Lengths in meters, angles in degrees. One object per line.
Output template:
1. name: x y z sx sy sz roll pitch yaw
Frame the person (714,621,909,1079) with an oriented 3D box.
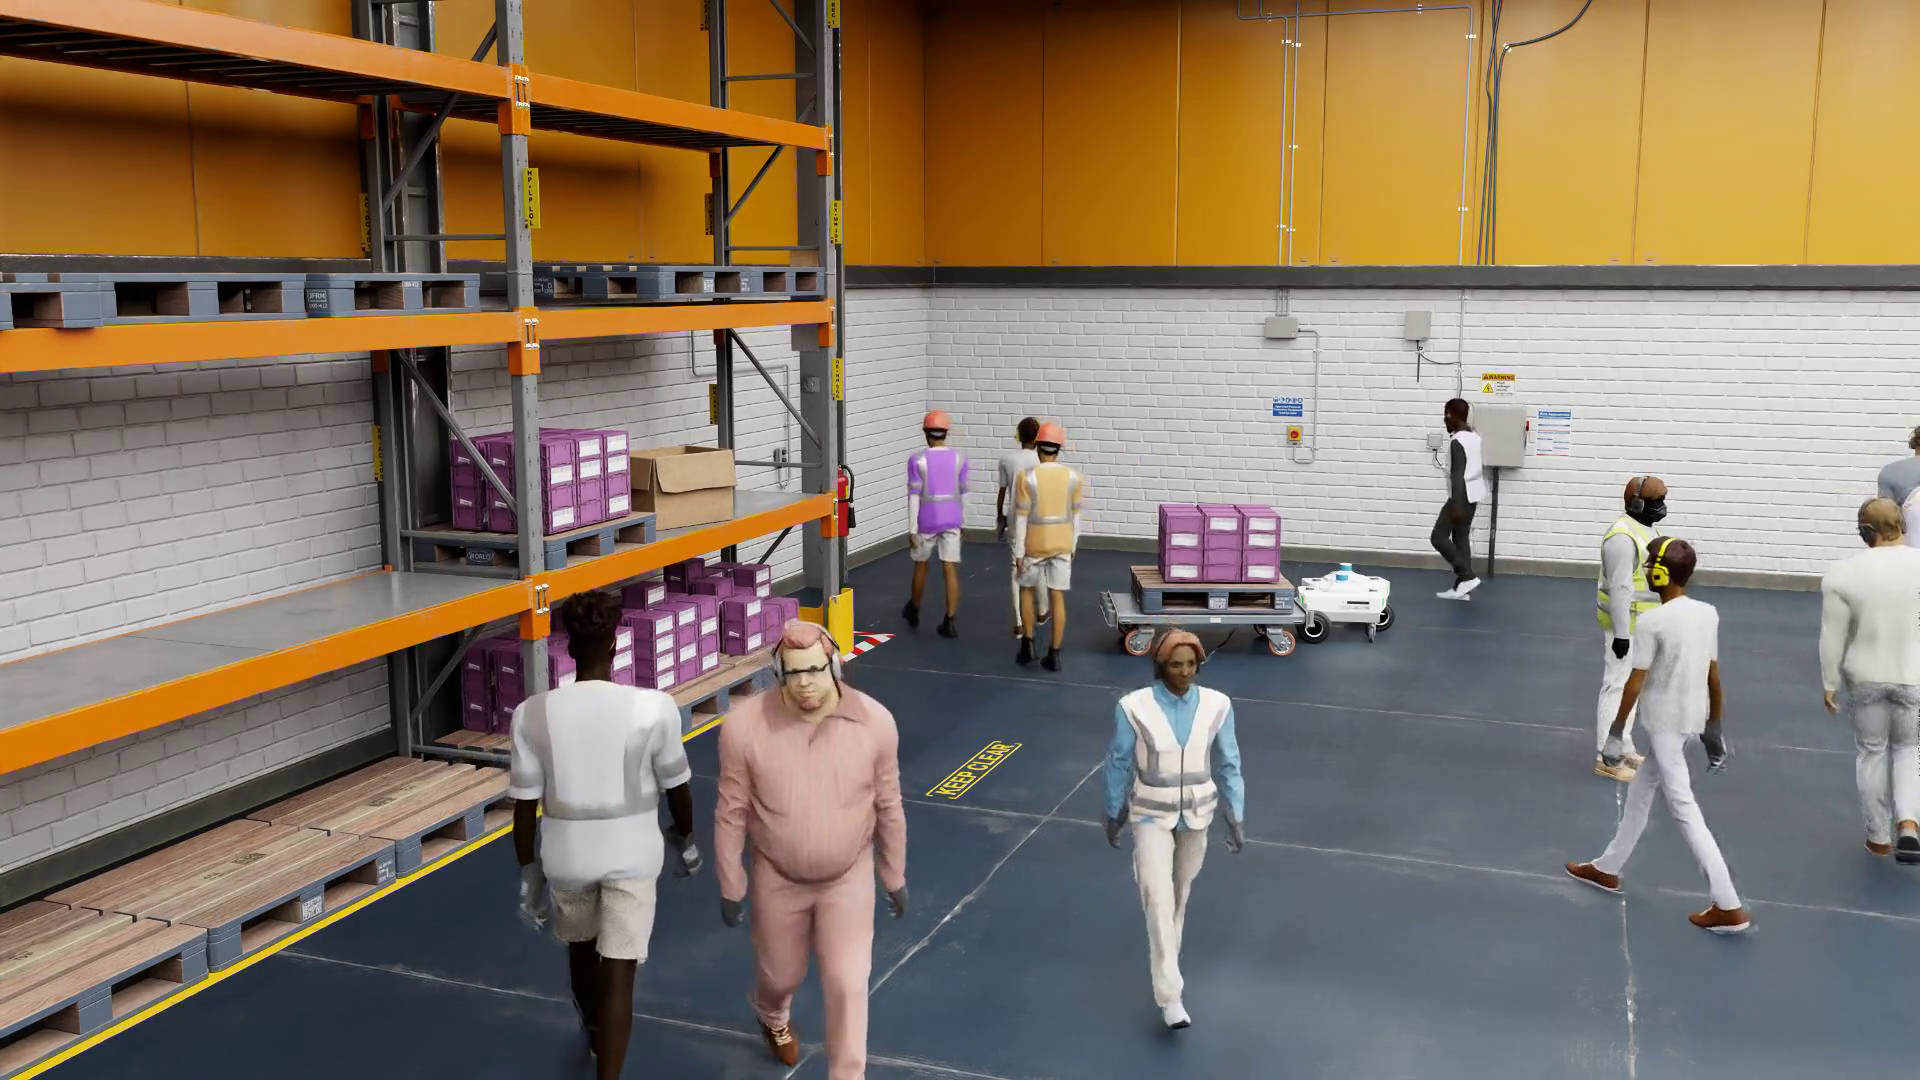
1. person: -0.534 1.167 5.965 0.686 1.867 0.859 -1 9 -8

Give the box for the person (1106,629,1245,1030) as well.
1. person: 0.898 1.166 6.785 0.541 1.594 0.870 -2 9 -11

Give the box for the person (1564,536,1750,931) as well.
1. person: 3.343 0.891 7.851 0.525 1.823 1.006 -6 11 -33

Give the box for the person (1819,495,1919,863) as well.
1. person: 4.744 0.737 8.504 0.682 1.907 0.497 3 10 20

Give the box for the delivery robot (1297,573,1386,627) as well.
1. delivery robot: 3.173 0.516 13.832 0.707 0.478 0.477 1 9 8

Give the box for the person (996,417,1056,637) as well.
1. person: 0.570 -0.132 14.178 0.533 1.833 0.824 1 9 9

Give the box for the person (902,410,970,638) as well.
1. person: -0.216 -0.159 14.176 0.563 1.889 0.913 -2 9 -14

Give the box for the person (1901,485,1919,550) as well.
1. person: 6.919 0.277 11.789 0.664 1.778 0.962 -8 12 -40

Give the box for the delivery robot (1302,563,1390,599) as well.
1. delivery robot: 3.309 0.442 14.300 0.707 0.478 0.477 -1 9 -8

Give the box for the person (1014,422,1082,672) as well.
1. person: 0.664 0.049 12.841 0.554 1.903 0.607 -2 9 -12

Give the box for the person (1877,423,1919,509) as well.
1. person: 7.318 0.066 12.686 0.669 1.934 0.389 4 10 22

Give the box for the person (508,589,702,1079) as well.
1. person: -1.275 1.120 6.063 0.619 1.910 1.007 0 9 2

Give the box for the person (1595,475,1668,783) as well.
1. person: 4.081 0.523 10.056 0.429 1.841 0.634 7 11 36

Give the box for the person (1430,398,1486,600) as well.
1. person: 4.638 -0.369 15.468 0.466 1.897 0.622 5 10 30
